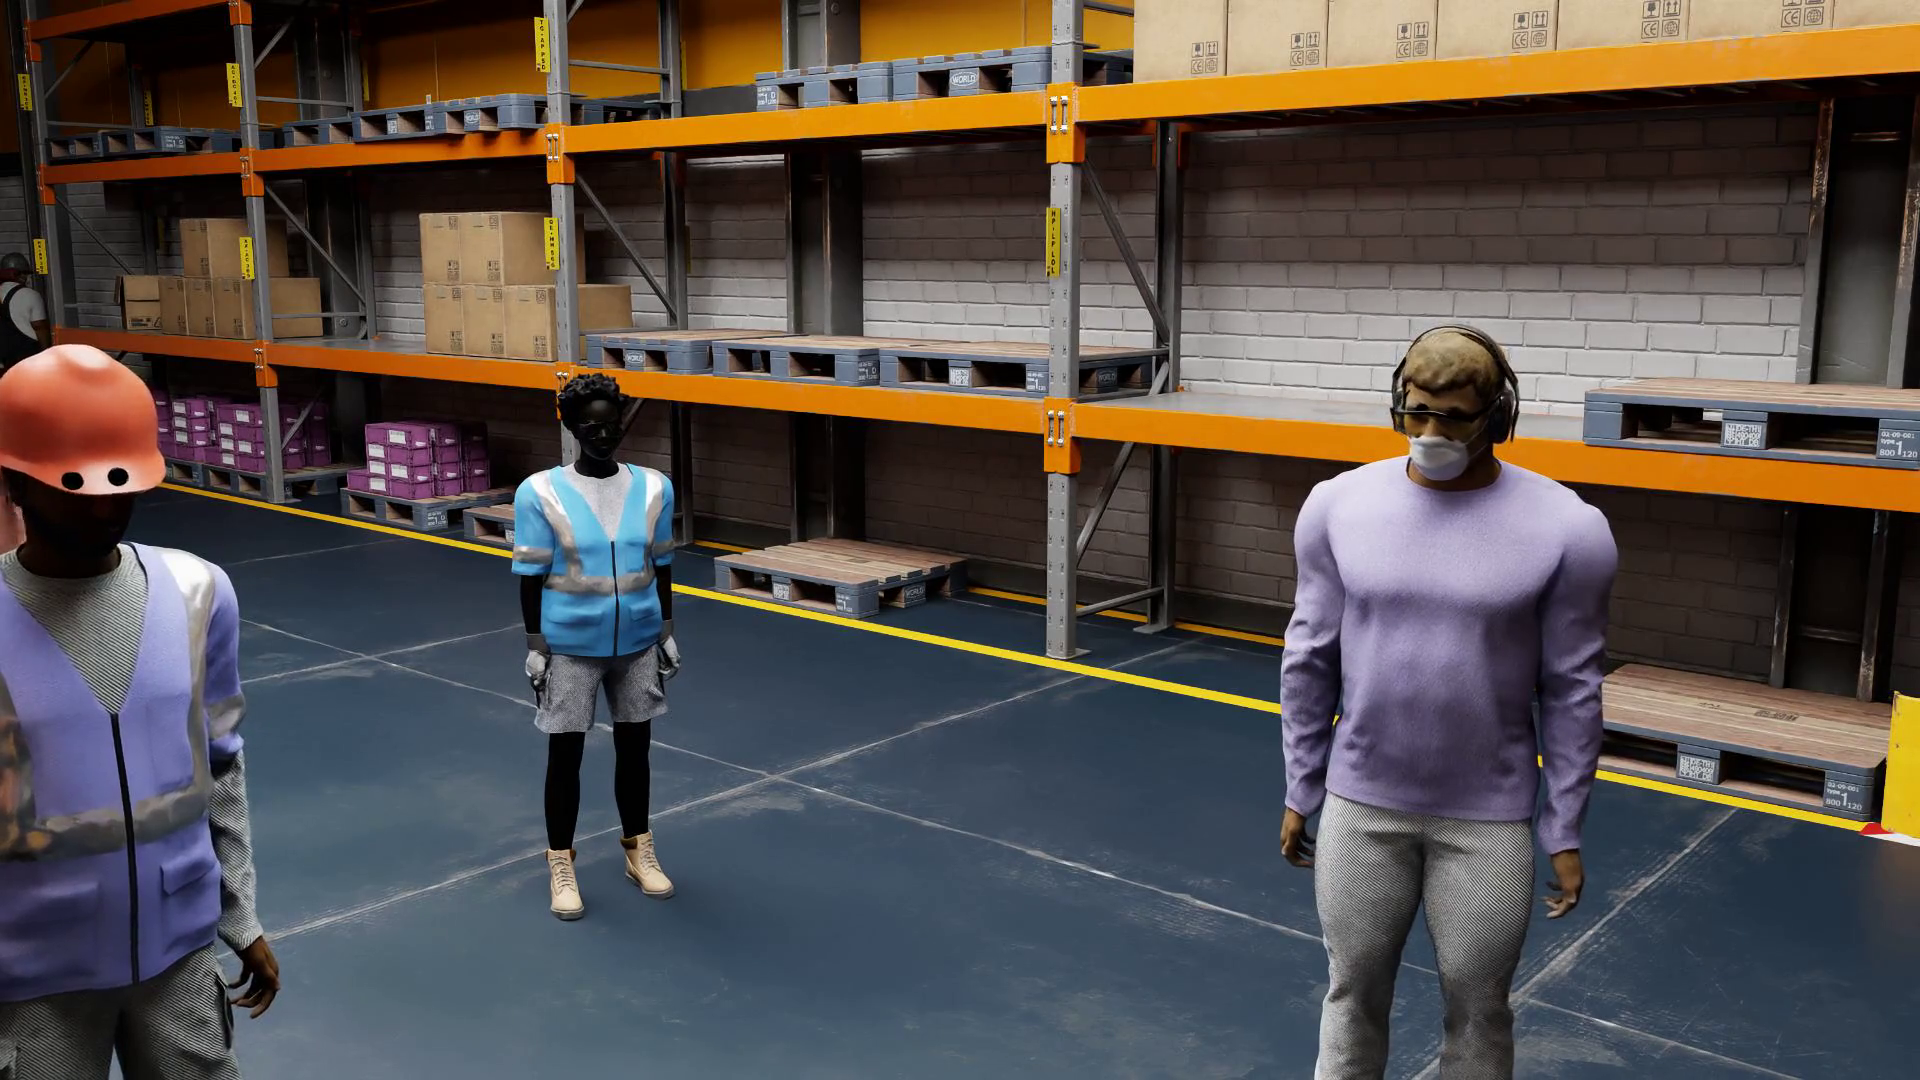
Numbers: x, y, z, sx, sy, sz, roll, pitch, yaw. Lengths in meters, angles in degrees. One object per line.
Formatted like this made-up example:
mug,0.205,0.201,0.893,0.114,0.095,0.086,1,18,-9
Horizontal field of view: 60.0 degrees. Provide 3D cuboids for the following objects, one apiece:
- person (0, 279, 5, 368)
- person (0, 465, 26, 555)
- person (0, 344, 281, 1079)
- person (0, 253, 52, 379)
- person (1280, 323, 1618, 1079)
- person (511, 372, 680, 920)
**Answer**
person,-9.556,-1.764,16.707,0.634,1.840,0.429,-4,11,-23
person,-3.533,0.090,5.858,0.625,1.941,1.020,-2,10,-11
person,-1.371,0.653,2.680,0.372,1.930,0.543,8,13,40
person,-9.417,-1.871,16.735,0.672,2.000,0.536,1,10,7
person,0.941,0.539,3.323,0.627,1.934,0.371,4,11,24
person,-1.126,0.324,5.218,0.533,1.697,0.318,-6,12,-32
